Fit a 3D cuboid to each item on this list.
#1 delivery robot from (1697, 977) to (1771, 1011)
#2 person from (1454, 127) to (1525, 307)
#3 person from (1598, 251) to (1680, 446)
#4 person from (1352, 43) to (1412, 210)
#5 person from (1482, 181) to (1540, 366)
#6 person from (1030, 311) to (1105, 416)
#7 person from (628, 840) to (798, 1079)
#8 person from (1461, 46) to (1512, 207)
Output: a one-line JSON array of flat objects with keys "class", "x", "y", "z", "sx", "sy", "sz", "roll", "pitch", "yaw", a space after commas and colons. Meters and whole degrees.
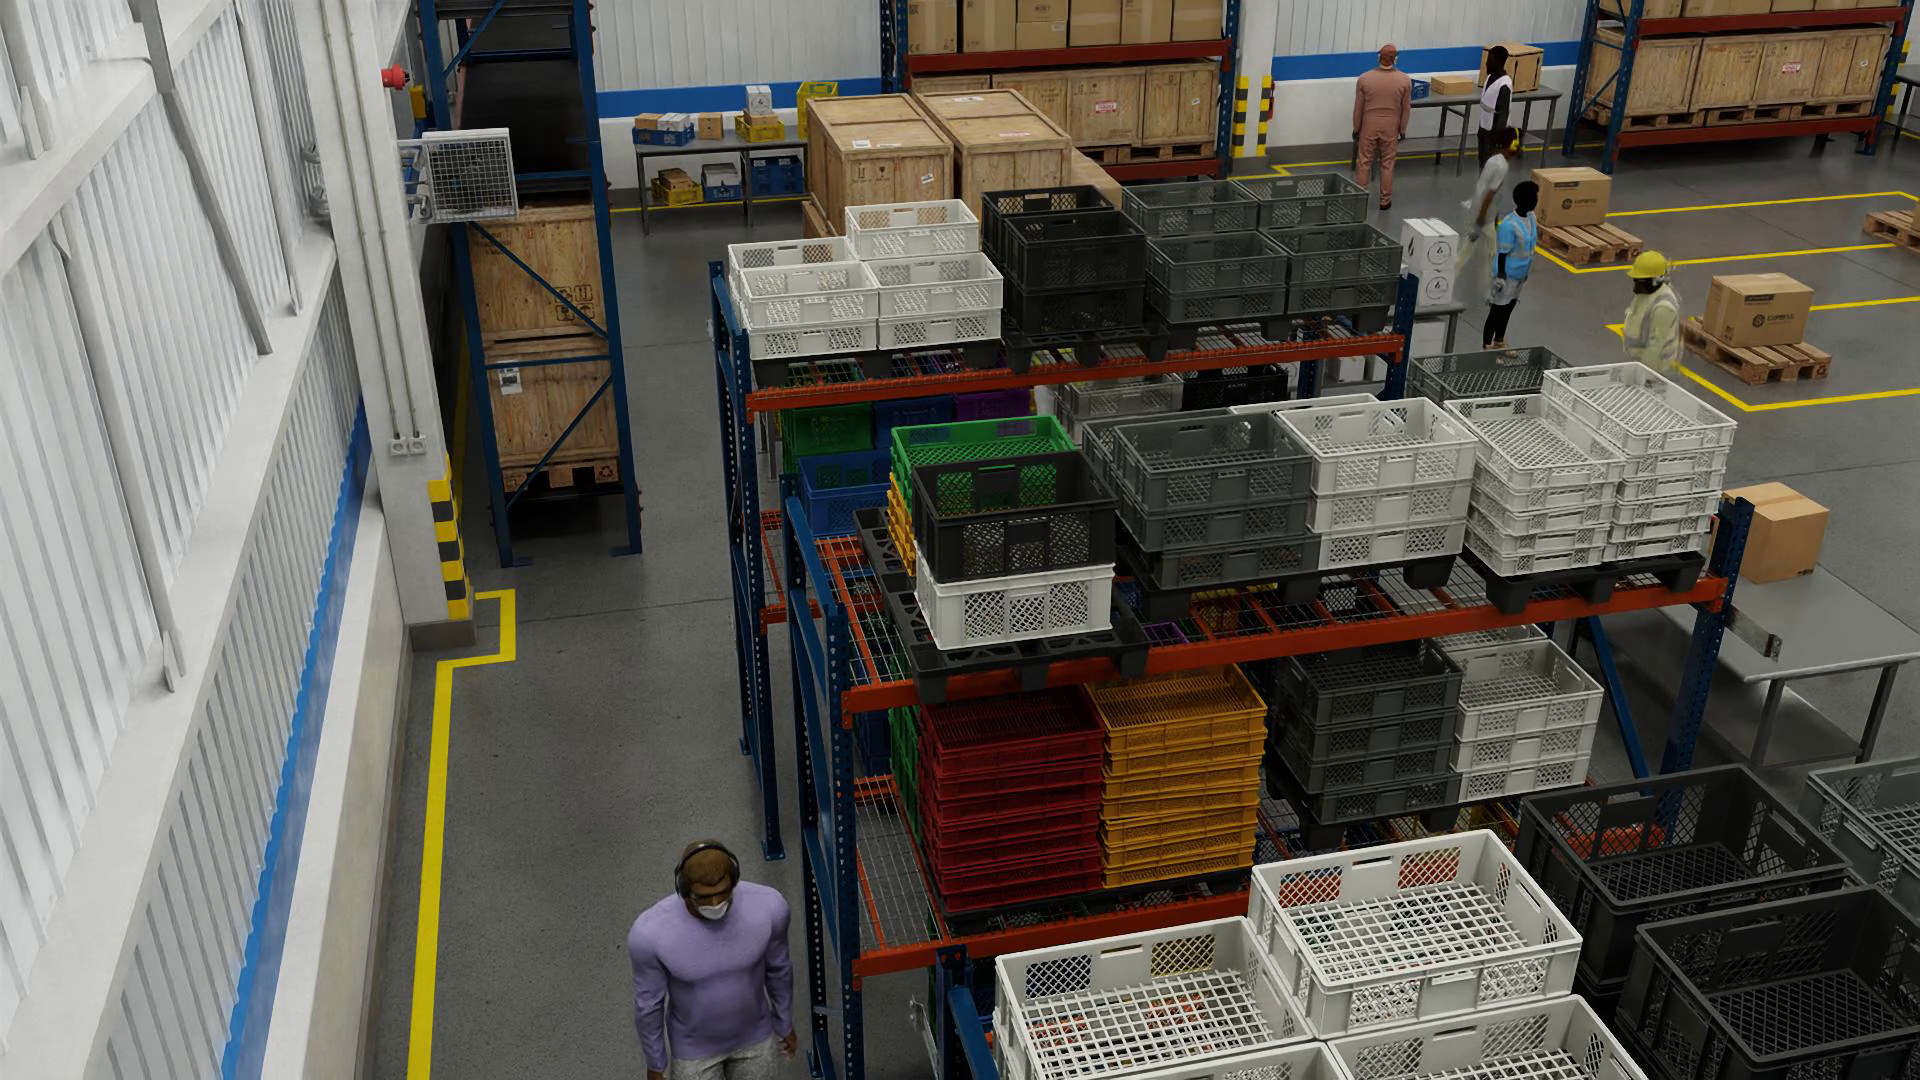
[{"class": "delivery robot", "x": 3.785, "y": 1.972, "z": 7.876, "sx": 0.707, "sy": 0.478, "sz": 0.477, "roll": -20, "pitch": 34, "yaw": -32}, {"class": "person", "x": 5.209, "y": -3.148, "z": 16.359, "sx": 0.947, "sy": 1.797, "sz": 0.525, "roll": -1, "pitch": 28, "yaw": -2}, {"class": "person", "x": 5.505, "y": -1.453, "z": 13.207, "sx": 1.007, "sy": 1.752, "sz": 0.596, "roll": -1, "pitch": 28, "yaw": -1}, {"class": "person", "x": 4.898, "y": -4.812, "z": 19.406, "sx": 0.645, "sy": 1.908, "sz": 0.408, "roll": 5, "pitch": 28, "yaw": 10}, {"class": "person", "x": 5.014, "y": -2.428, "z": 15.102, "sx": 0.316, "sy": 1.695, "sz": 0.542, "roll": 24, "pitch": 36, "yaw": 38}, {"class": "person", "x": 0.778, "y": -1.248, "z": 12.710, "sx": 0.627, "sy": 1.847, "sz": 0.429, "roll": 14, "pitch": 31, "yaw": 25}, {"class": "person", "x": -0.941, "y": 1.957, "z": 6.529, "sx": 0.636, "sy": 1.937, "sz": 0.358, "roll": -10, "pitch": 29, "yaw": -19}, {"class": "person", "x": 6.165, "y": -4.745, "z": 19.267, "sx": 0.373, "sy": 1.917, "sz": 0.595, "roll": 0, "pitch": 28, "yaw": -1}]
